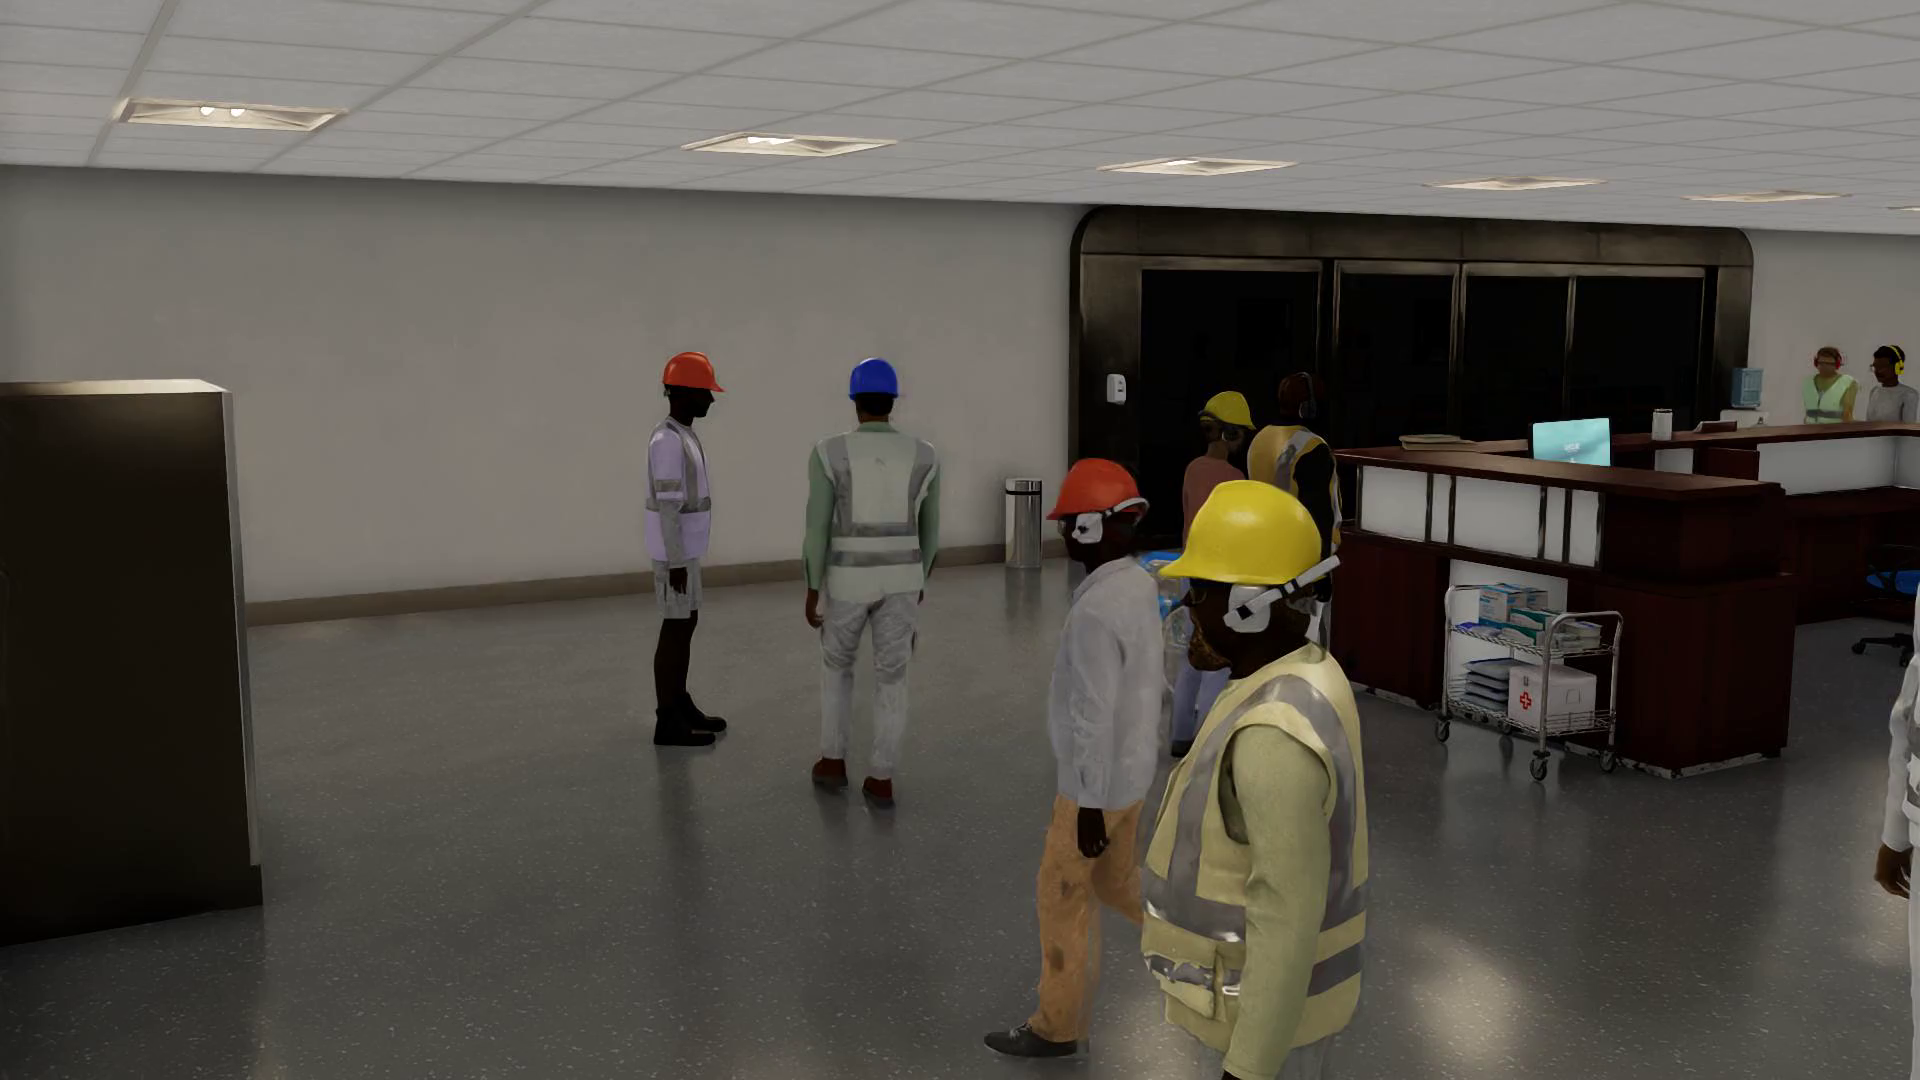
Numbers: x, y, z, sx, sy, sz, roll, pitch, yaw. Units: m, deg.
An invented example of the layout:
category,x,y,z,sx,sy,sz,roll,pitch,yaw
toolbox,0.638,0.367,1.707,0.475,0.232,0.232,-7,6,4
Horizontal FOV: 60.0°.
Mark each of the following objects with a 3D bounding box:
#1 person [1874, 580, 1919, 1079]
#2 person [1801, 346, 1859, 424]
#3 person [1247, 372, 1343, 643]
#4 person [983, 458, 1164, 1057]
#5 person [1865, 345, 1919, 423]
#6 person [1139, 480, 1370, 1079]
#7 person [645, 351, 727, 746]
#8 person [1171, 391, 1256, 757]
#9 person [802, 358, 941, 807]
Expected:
category,x,y,z,sx,sy,sz,roll,pitch,yaw
person,2.247,0.694,3.625,0.351,1.881,0.582,-2,8,-16
person,8.233,-0.945,15.838,0.938,1.786,0.564,-5,9,-32
person,1.619,0.110,8.057,0.431,1.836,0.618,-2,8,-16
person,0.463,0.633,4.660,0.696,1.723,0.593,3,8,18
person,7.101,-0.565,12.808,0.326,1.865,0.519,-2,8,-11
person,0.526,0.804,3.008,0.404,1.830,0.599,2,8,13
person,-1.343,0.043,8.180,0.390,1.929,0.545,0,8,1
person,1.213,0.192,7.723,0.345,1.757,0.588,-2,8,-18
person,-0.395,0.169,7.280,0.628,1.915,0.695,-2,8,-14
